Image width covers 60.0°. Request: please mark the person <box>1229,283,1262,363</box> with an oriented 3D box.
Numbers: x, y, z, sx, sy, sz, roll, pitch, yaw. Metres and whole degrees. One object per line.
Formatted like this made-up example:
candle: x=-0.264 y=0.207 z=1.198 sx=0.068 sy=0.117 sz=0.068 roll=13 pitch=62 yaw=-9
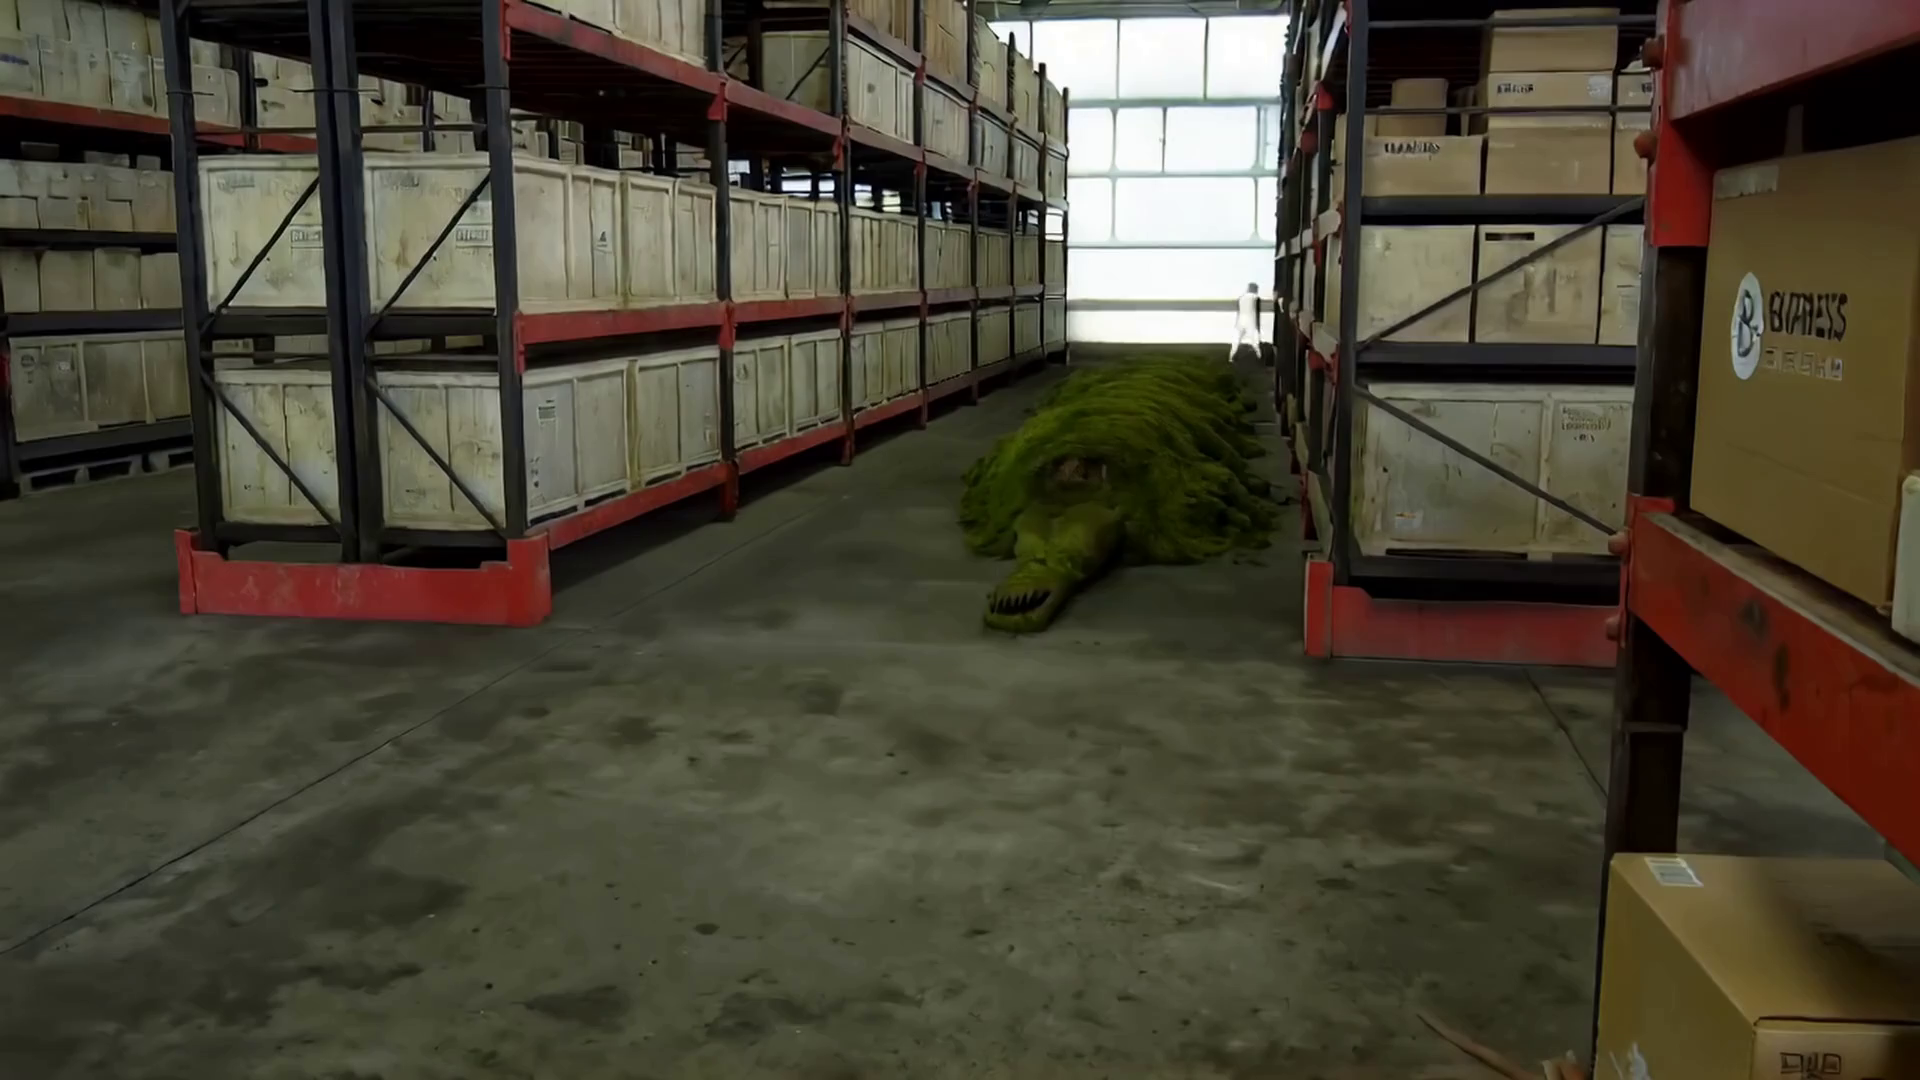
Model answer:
person: x=6.365 y=-4.790 z=36.846 sx=0.971 sy=1.787 sz=0.631 roll=-6 pitch=11 yaw=-35
